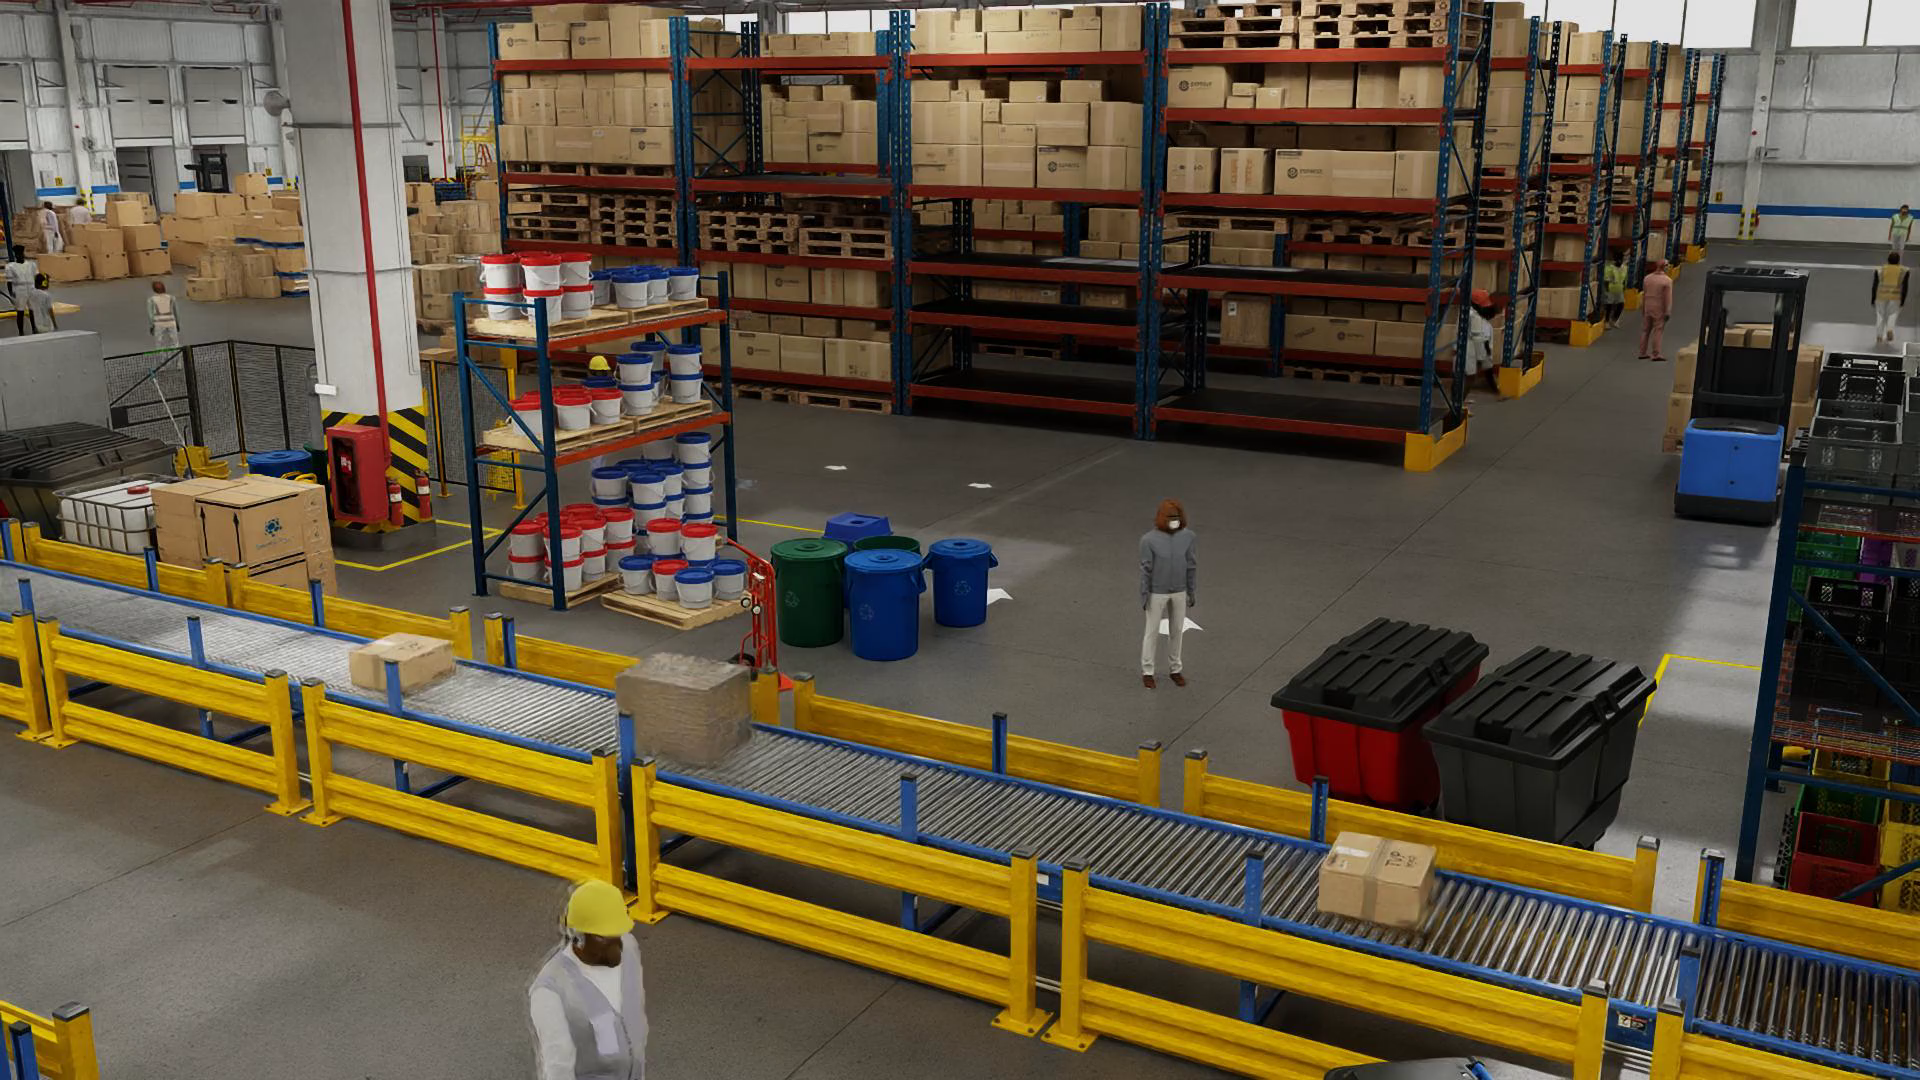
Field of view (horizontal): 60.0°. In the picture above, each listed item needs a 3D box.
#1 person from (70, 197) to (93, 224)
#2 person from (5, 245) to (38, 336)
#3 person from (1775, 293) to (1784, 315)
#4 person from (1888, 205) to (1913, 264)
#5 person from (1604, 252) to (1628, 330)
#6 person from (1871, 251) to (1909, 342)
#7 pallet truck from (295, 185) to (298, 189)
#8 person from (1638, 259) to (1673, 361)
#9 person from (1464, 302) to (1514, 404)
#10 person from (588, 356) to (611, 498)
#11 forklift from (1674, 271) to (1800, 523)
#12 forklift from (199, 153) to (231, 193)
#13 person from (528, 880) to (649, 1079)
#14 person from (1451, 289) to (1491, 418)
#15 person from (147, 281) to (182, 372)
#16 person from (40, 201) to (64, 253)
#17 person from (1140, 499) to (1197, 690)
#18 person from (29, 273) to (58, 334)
[{"bbox_3d":[-26.356,-9.338,50.054,0.634,1.921,0.530,5,16,18],"label":"person"},{"bbox_3d":[-18.856,-4.970,33.533,0.361,1.964,0.618,12,19,38],"label":"person"},{"bbox_3d":[15.539,-4.224,31.387,0.280,1.624,0.493,2,15,7],"label":"person"},{"bbox_3d":[27.478,-8.890,48.613,0.564,1.796,1.011,9,18,32],"label":"person"},{"bbox_3d":[13.847,-5.270,35.214,0.543,1.670,0.416,-3,15,-12],"label":"person"},{"bbox_3d":[18.715,-4.898,33.523,0.626,1.831,0.449,8,17,28],"label":"person"},{"bbox_3d":[-26.804,-14.617,69.738,1.885,1.965,0.823,-14,20,-42],"label":"pallet truck"},{"bbox_3d":[13.068,-4.303,31.162,0.400,1.902,0.641,-8,17,-27],"label":"person"},{"bbox_3d":[8.489,-2.991,26.673,0.890,1.650,0.556,6,16,21],"label":"person"},{"bbox_3d":[-4.403,-1.387,20.450,0.316,1.767,0.535,1,15,3],"label":"person"},{"bbox_3d":[9.269,-1.763,19.726,1.129,2.768,1.873,8,17,27],"label":"forklift"},{"bbox_3d":[-27.440,-12.865,61.464,1.873,2.768,1.129,8,17,28],"label":"forklift"},{"bbox_3d":[-1.402,2.236,6.755,0.806,1.799,0.591,10,18,33],"label":"person"},{"bbox_3d":[7.864,-2.911,25.781,0.384,1.990,0.782,-2,15,-8],"label":"person"},{"bbox_3d":[-14.290,-3.835,29.898,0.518,1.638,0.309,-12,19,-39],"label":"person"},{"bbox_3d":[-27.182,-9.242,49.850,0.657,1.828,0.568,8,17,27],"label":"person"},{"bbox_3d":[1.729,0.446,13.834,0.497,1.626,0.288,-4,15,-15],"label":"person"},{"bbox_3d":[-16.026,-3.748,29.171,0.541,1.853,0.417,5,16,20],"label":"person"}]
